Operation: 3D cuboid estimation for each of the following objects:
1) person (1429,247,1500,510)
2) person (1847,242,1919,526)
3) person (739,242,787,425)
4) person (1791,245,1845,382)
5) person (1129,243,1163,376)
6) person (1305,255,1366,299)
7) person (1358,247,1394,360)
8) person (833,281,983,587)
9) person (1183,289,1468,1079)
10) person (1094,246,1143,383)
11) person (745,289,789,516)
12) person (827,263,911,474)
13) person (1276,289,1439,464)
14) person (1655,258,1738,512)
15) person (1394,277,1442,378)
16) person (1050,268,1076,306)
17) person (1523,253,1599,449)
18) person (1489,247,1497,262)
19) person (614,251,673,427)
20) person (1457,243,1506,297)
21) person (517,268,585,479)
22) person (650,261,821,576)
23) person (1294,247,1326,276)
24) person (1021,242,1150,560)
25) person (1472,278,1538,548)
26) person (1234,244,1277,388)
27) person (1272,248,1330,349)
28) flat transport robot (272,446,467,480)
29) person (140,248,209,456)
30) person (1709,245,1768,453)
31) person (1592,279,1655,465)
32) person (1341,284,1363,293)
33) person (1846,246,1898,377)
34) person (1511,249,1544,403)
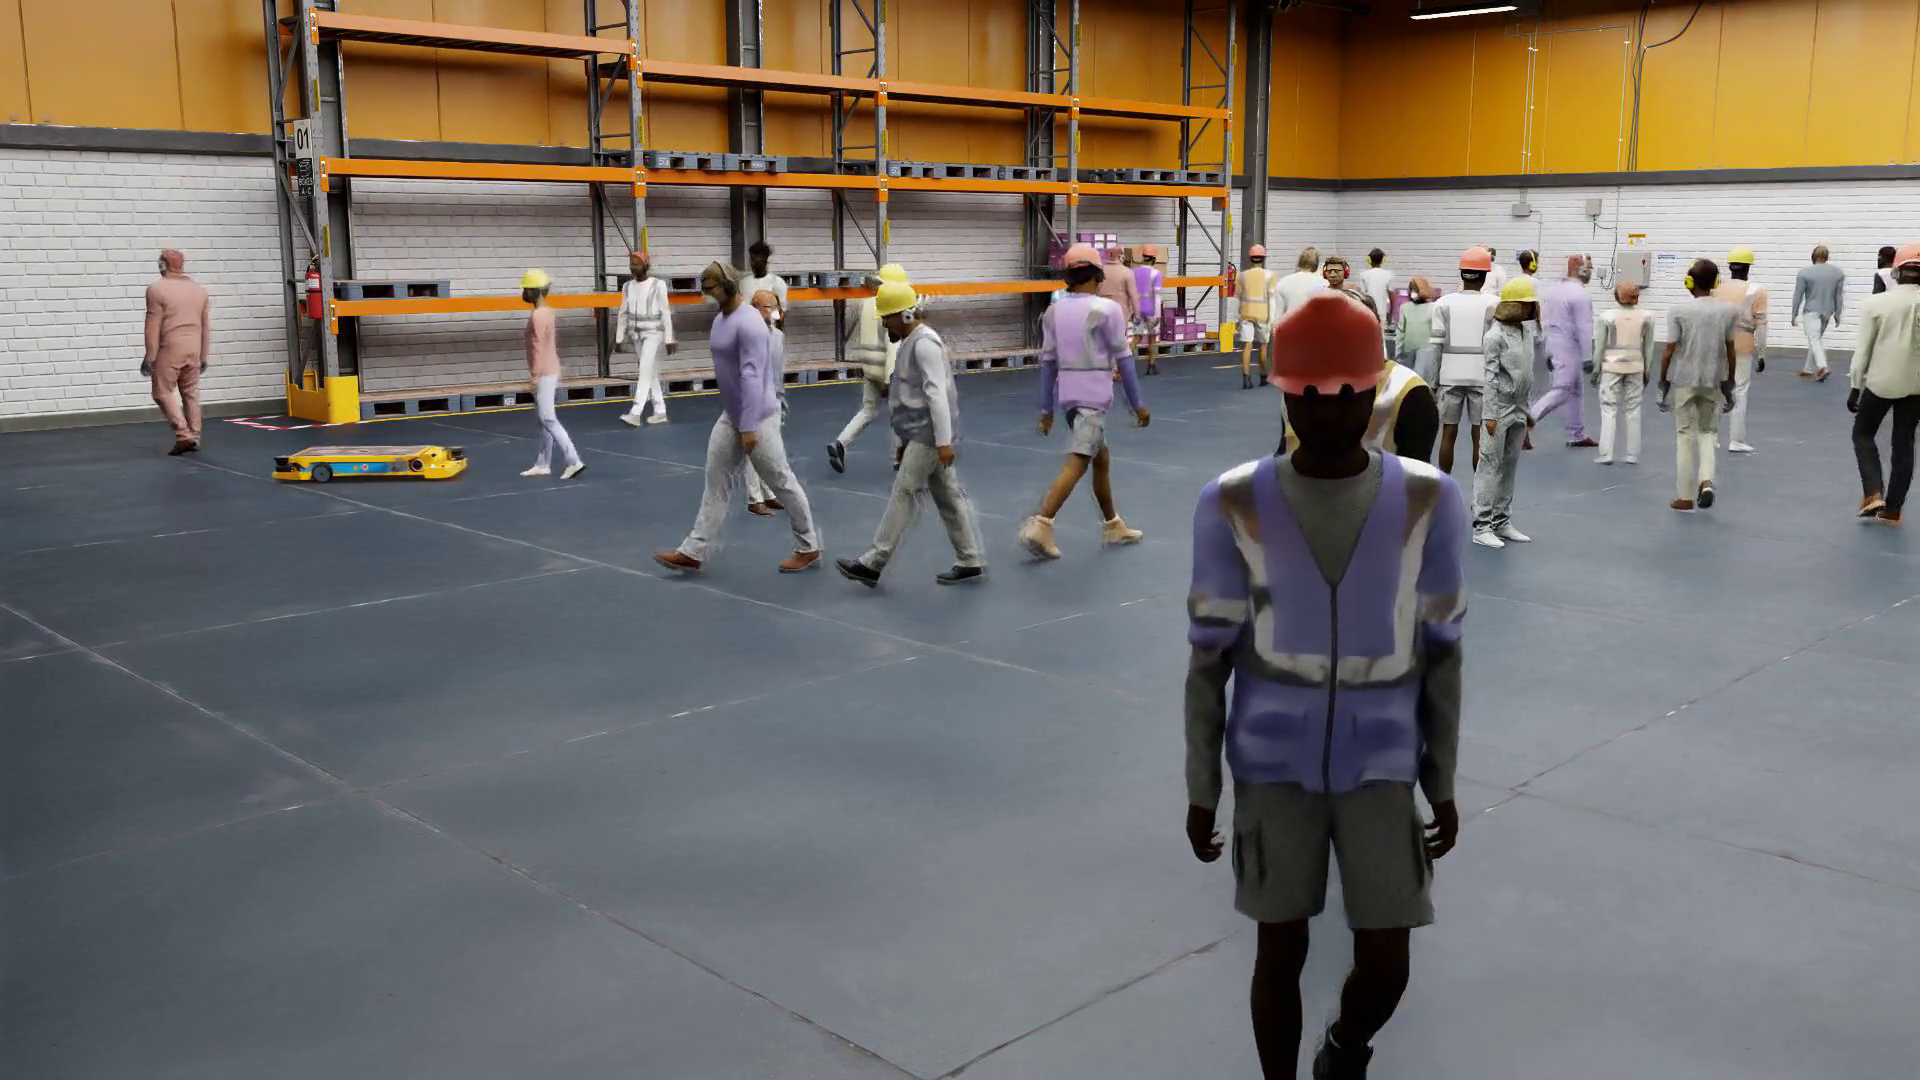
[{"bbox_3d":[3.754,-1.187,12.295,0.553,1.935,0.364,5,11,24],"label":"person"},{"bbox_3d":[6.549,-1.083,11.632,0.645,1.969,0.454,2,11,11],"label":"person"},{"bbox_3d":[-2.114,-2.143,17.549,0.627,1.947,0.548,6,12,30],"label":"person"},{"bbox_3d":[11.987,-3.160,23.194,0.642,1.903,0.985,0,10,0],"label":"person"},{"bbox_3d":[2.633,-3.292,23.843,0.553,1.915,0.698,7,13,34],"label":"person"},{"bbox_3d":[3.376,-1.643,15.033,0.572,1.843,0.373,3,11,17],"label":"person"},{"bbox_3d":[5.748,-3.119,23.057,0.514,1.859,0.505,0,10,2],"label":"person"},{"bbox_3d":[-0.287,-0.590,9.542,0.931,1.754,0.655,-1,10,-6],"label":"person"},{"bbox_3d":[0.732,0.460,3.372,0.561,1.915,0.402,2,11,9],"label":"person"},{"bbox_3d":[2.200,-3.118,23.007,0.662,1.869,0.764,9,14,41],"label":"person"},{"bbox_3d":[-1.407,-1.001,12.115,0.281,1.633,0.500,4,11,22],"label":"person"},{"bbox_3d":[-0.708,-1.419,13.957,0.799,1.799,0.594,-8,13,-38],"label":"person"},{"bbox_3d":[1.360,0.034,5.928,0.429,1.837,0.627,-10,14,-44],"label":"person"},{"bbox_3d":[5.374,-1.119,12.141,0.557,1.857,0.396,1,10,3],"label":"person"},{"bbox_3d":[4.909,-1.998,17.682,0.806,1.600,0.504,-9,14,-40],"label":"person"},{"bbox_3d":[1.356,-2.477,20.057,0.530,1.671,0.751,5,11,25],"label":"person"},{"bbox_3d":[5.706,-1.785,15.770,0.920,1.869,0.640,0,10,-2],"label":"person"},{"bbox_3d":[9.155,-4.221,29.171,0.442,1.818,0.683,0,10,-1],"label":"person"},{"bbox_3d":[-3.433,-2.129,17.663,0.611,1.845,0.908,7,12,32],"label":"person"},{"bbox_3d":[7.143,-3.115,22.899,0.651,1.907,0.409,6,12,30],"label":"person"},{"bbox_3d":[-3.454,-1.369,13.872,0.472,1.792,0.533,-1,10,-6],"label":"person"},{"bbox_3d":[-1.312,-0.705,9.854,1.047,1.872,0.698,-6,12,-28],"label":"person"},{"bbox_3d":[5.946,-4.065,28.320,0.629,1.821,0.443,6,12,30],"label":"person"},{"bbox_3d":[0.755,-0.886,10.546,1.075,1.985,0.640,-8,13,-37],"label":"person"},{"bbox_3d":[3.595,-0.830,10.880,0.483,1.745,0.299,-8,13,-39],"label":"person"},{"bbox_3d":[3.928,-2.964,22.094,0.564,1.903,0.819,4,11,20],"label":"person"},{"bbox_3d":[3.610,-2.121,17.525,0.643,1.901,0.917,4,11,19],"label":"person"},{"bbox_3d":[-4.933,-0.654,13.937,1.431,0.197,0.652,-1,10,-5],"label":"flat transport robot"},{"bbox_3d":[-7.263,-1.730,15.381,0.449,1.913,0.710,5,11,23],"label":"person"},{"bbox_3d":[7.240,-1.781,15.567,0.377,1.925,0.592,-9,14,-42],"label":"person"},{"bbox_3d":[5.853,-1.477,14.698,0.522,1.637,0.311,1,10,5],"label":"person"},{"bbox_3d":[3.199,-1.303,13.792,0.505,1.625,0.287,8,13,35],"label":"person"},{"bbox_3d":[13.054,-3.190,23.396,0.628,1.873,0.958,-8,13,-36],"label":"person"},{"bbox_3d":[6.753,-2.531,19.866,0.398,1.876,0.531,-4,11,-19],"label":"person"}]
